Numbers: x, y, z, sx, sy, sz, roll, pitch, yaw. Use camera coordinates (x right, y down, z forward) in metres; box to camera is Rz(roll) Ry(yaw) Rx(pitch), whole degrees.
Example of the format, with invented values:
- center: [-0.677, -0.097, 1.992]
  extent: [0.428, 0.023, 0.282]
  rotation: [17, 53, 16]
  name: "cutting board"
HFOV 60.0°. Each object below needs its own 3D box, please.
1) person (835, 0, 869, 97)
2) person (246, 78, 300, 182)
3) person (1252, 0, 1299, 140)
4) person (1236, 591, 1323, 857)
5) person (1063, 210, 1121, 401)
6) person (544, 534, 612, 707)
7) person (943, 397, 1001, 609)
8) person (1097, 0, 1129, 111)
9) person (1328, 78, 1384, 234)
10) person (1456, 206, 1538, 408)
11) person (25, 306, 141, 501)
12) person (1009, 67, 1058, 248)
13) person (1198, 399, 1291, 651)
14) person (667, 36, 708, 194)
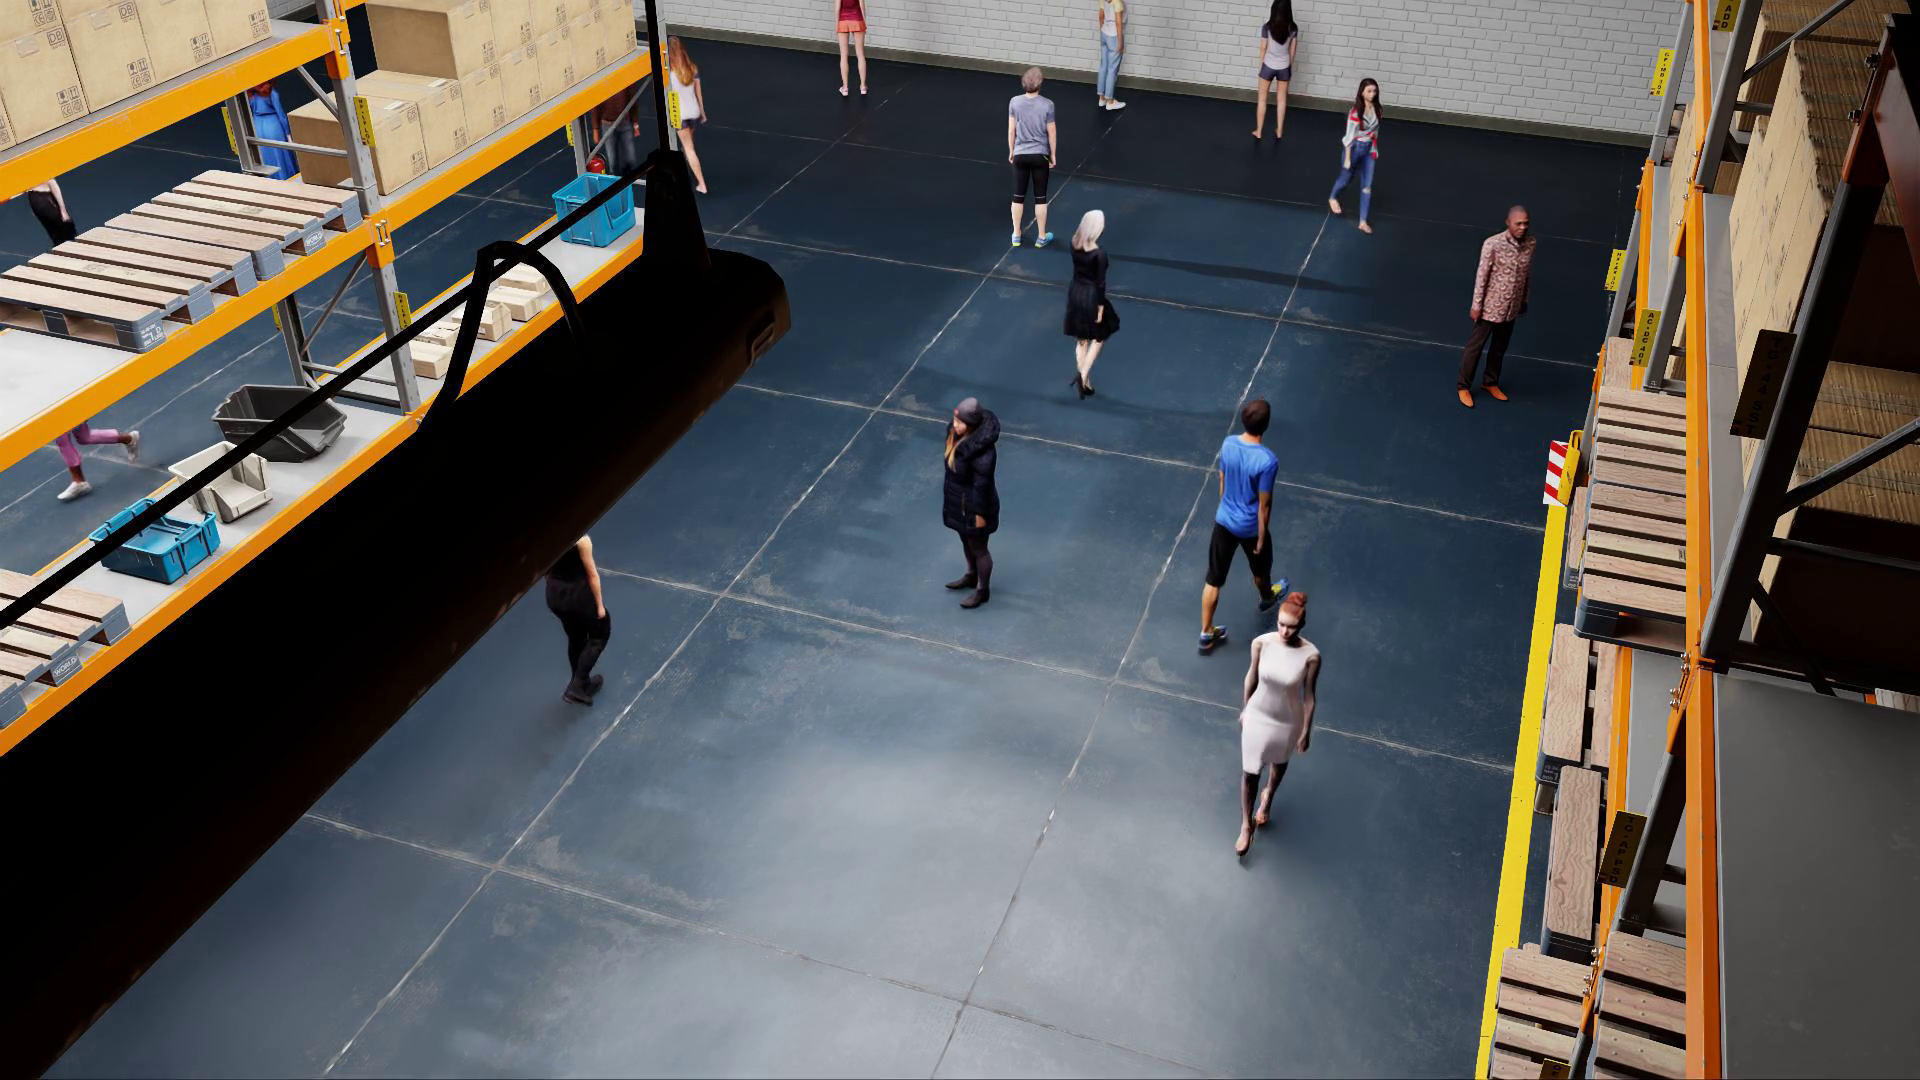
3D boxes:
- center: [-1.405, -6.593, 21.271]
  extent: [0.649, 1.752, 0.671]
  rotation: [-5, 34, -8]
  name: "person"
- center: [-7.304, -4.222, 17.634]
  extent: [0.666, 1.829, 0.644]
  rotation: [3, 34, 5]
  name: "person"
- center: [3.782, -5.674, 19.932]
  extent: [0.660, 1.705, 0.653]
  rotation: [-3, 34, -4]
  name: "person"
- center: [1.890, 1.009, 9.811]
  extent: [0.588, 1.777, 0.725]
  rotation: [12, 35, 17]
  name: "person"
- center: [1.048, -1.994, 14.368]
  extent: [0.851, 1.735, 0.728]
  rotation: [-29, 43, -36]
  name: "person"
- center: [-2.536, 0.429, 10.775]
  extent: [0.594, 1.677, 0.718]
  rotation: [13, 36, 18]
  name: "person"
- center: [0.092, -0.291, 11.859]
  extent: [0.849, 1.676, 0.782]
  rotation: [-13, 36, -18]
  name: "person"
- center: [1.895, -6.271, 20.812]
  extent: [0.754, 1.723, 0.708]
  rotation: [-17, 37, -23]
  name: "person"
- center: [4.208, -4.140, 17.740]
  extent: [1.012, 1.576, 1.150]
  rotation: [-9, 35, -14]
  name: "person"
- center: [4.659, -2.045, 14.380]
  extent: [0.784, 1.807, 0.809]
  rotation: [-10, 35, -14]
  name: "person"
- center: [-7.013, -1.168, 13.136]
  extent: [0.738, 1.723, 1.032]
  rotation: [21, 39, 29]
  name: "person"
- center: [0.738, -3.947, 17.168]
  extent: [0.677, 1.889, 0.604]
  rotation: [8, 34, 12]
  name: "person"
- center: [1.862, -0.048, 11.359]
  extent: [0.905, 1.825, 1.241]
  rotation: [26, 41, 33]
  name: "person"
- center: [-3.015, -4.653, 18.430]
  extent: [1.120, 1.667, 1.057]
  rotation: [-22, 40, -30]
  name: "person"
